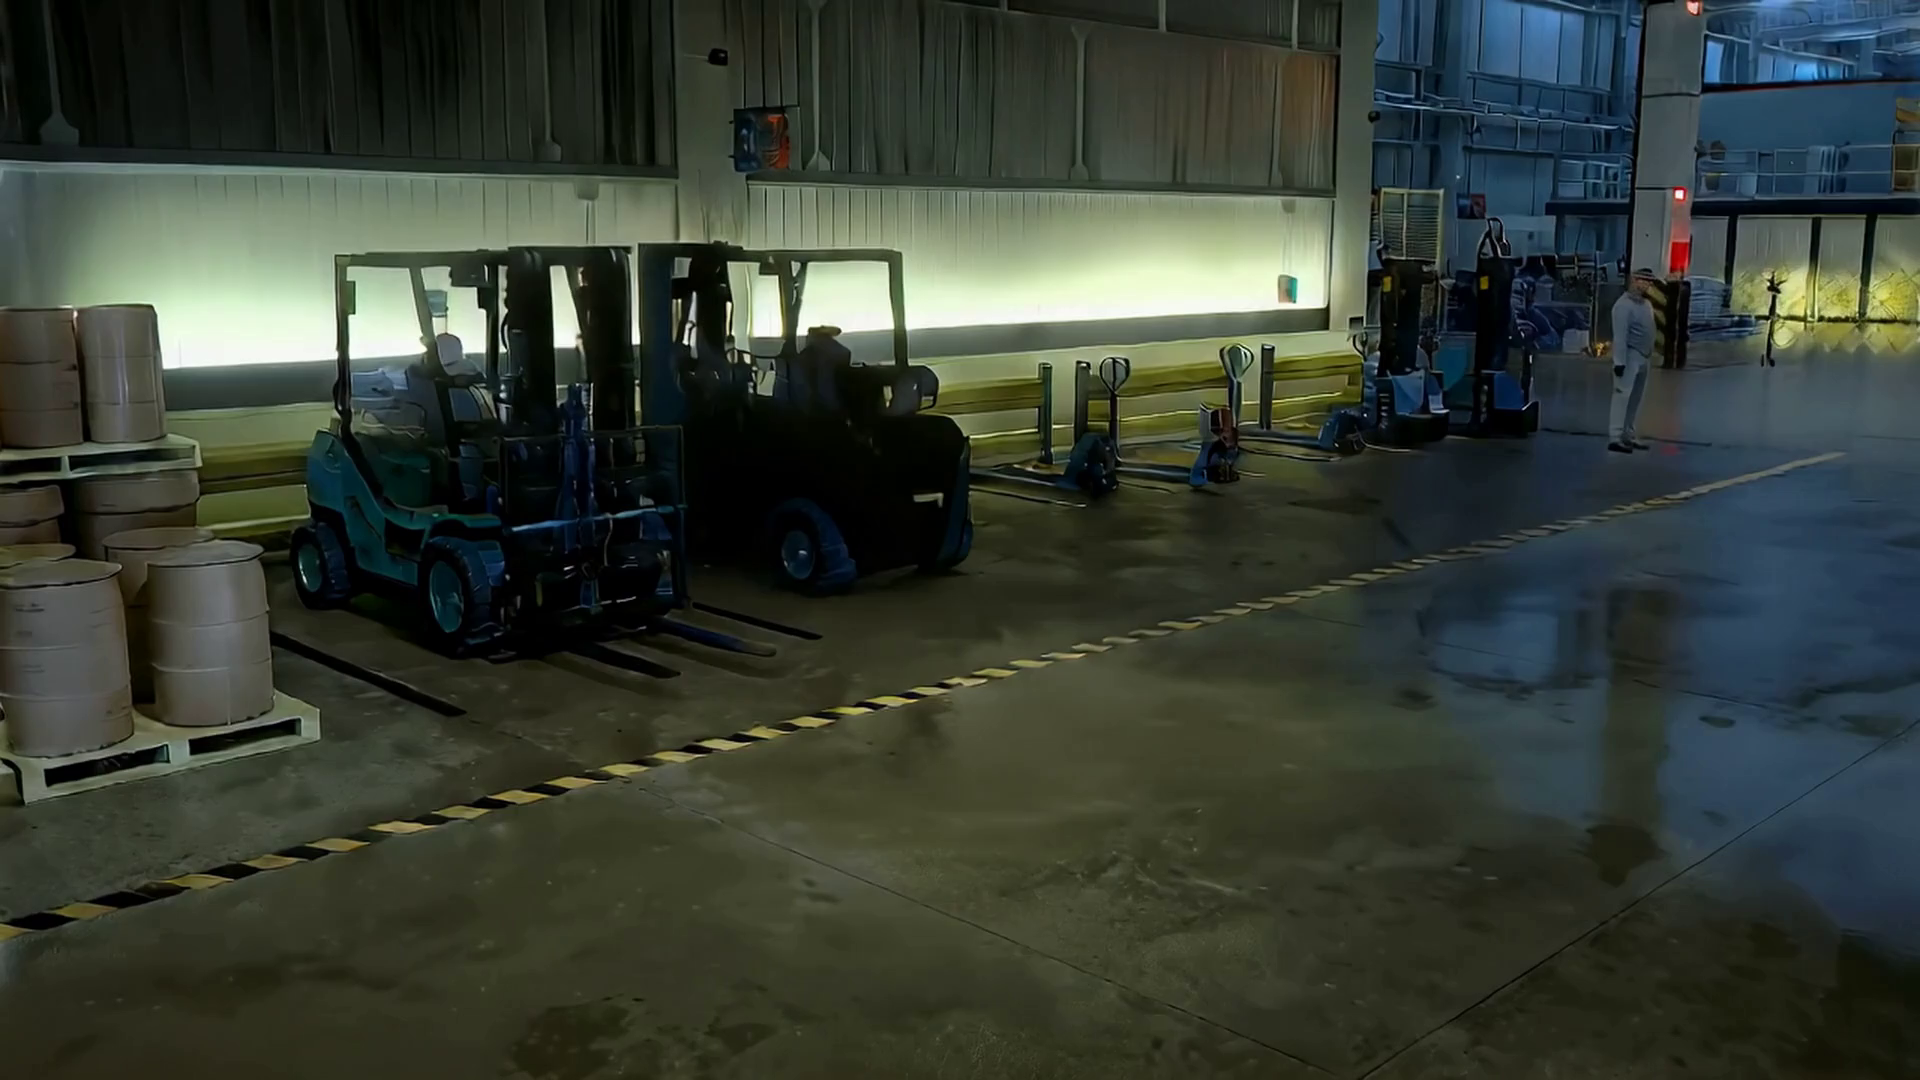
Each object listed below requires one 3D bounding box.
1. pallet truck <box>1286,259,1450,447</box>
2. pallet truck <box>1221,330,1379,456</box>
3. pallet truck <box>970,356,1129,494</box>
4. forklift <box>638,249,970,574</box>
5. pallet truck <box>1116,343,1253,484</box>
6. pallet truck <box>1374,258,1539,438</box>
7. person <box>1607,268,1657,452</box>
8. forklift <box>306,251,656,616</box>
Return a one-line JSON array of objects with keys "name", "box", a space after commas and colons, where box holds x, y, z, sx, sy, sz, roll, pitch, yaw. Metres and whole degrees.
[{"name": "pallet truck", "box": [4.493, -2.078, 18.196, 0.823, 1.965, 1.885, -9, 14, -40]}, {"name": "pallet truck", "box": [3.563, -1.581, 17.381, 0.653, 1.274, 1.630, -10, 14, -44]}, {"name": "pallet truck", "box": [0.784, -1.085, 14.876, 0.680, 1.201, 1.601, -10, 14, -44]}, {"name": "forklift", "box": [-1.173, -0.958, 11.239, 2.680, 1.987, 1.157, 10, 14, 43]}, {"name": "pallet truck", "box": [1.962, -1.215, 15.415, 1.522, 1.261, 0.704, 10, 14, 43]}, {"name": "pallet truck", "box": [5.704, -2.208, 18.901, 1.885, 1.965, 0.823, 10, 14, 43]}, {"name": "person", "box": [7.021, -1.871, 17.319, 0.654, 1.904, 0.407, -10, 14, -42]}, {"name": "forklift", "box": [-2.833, -0.669, 9.694, 1.157, 1.987, 2.680, -10, 14, -44]}]
